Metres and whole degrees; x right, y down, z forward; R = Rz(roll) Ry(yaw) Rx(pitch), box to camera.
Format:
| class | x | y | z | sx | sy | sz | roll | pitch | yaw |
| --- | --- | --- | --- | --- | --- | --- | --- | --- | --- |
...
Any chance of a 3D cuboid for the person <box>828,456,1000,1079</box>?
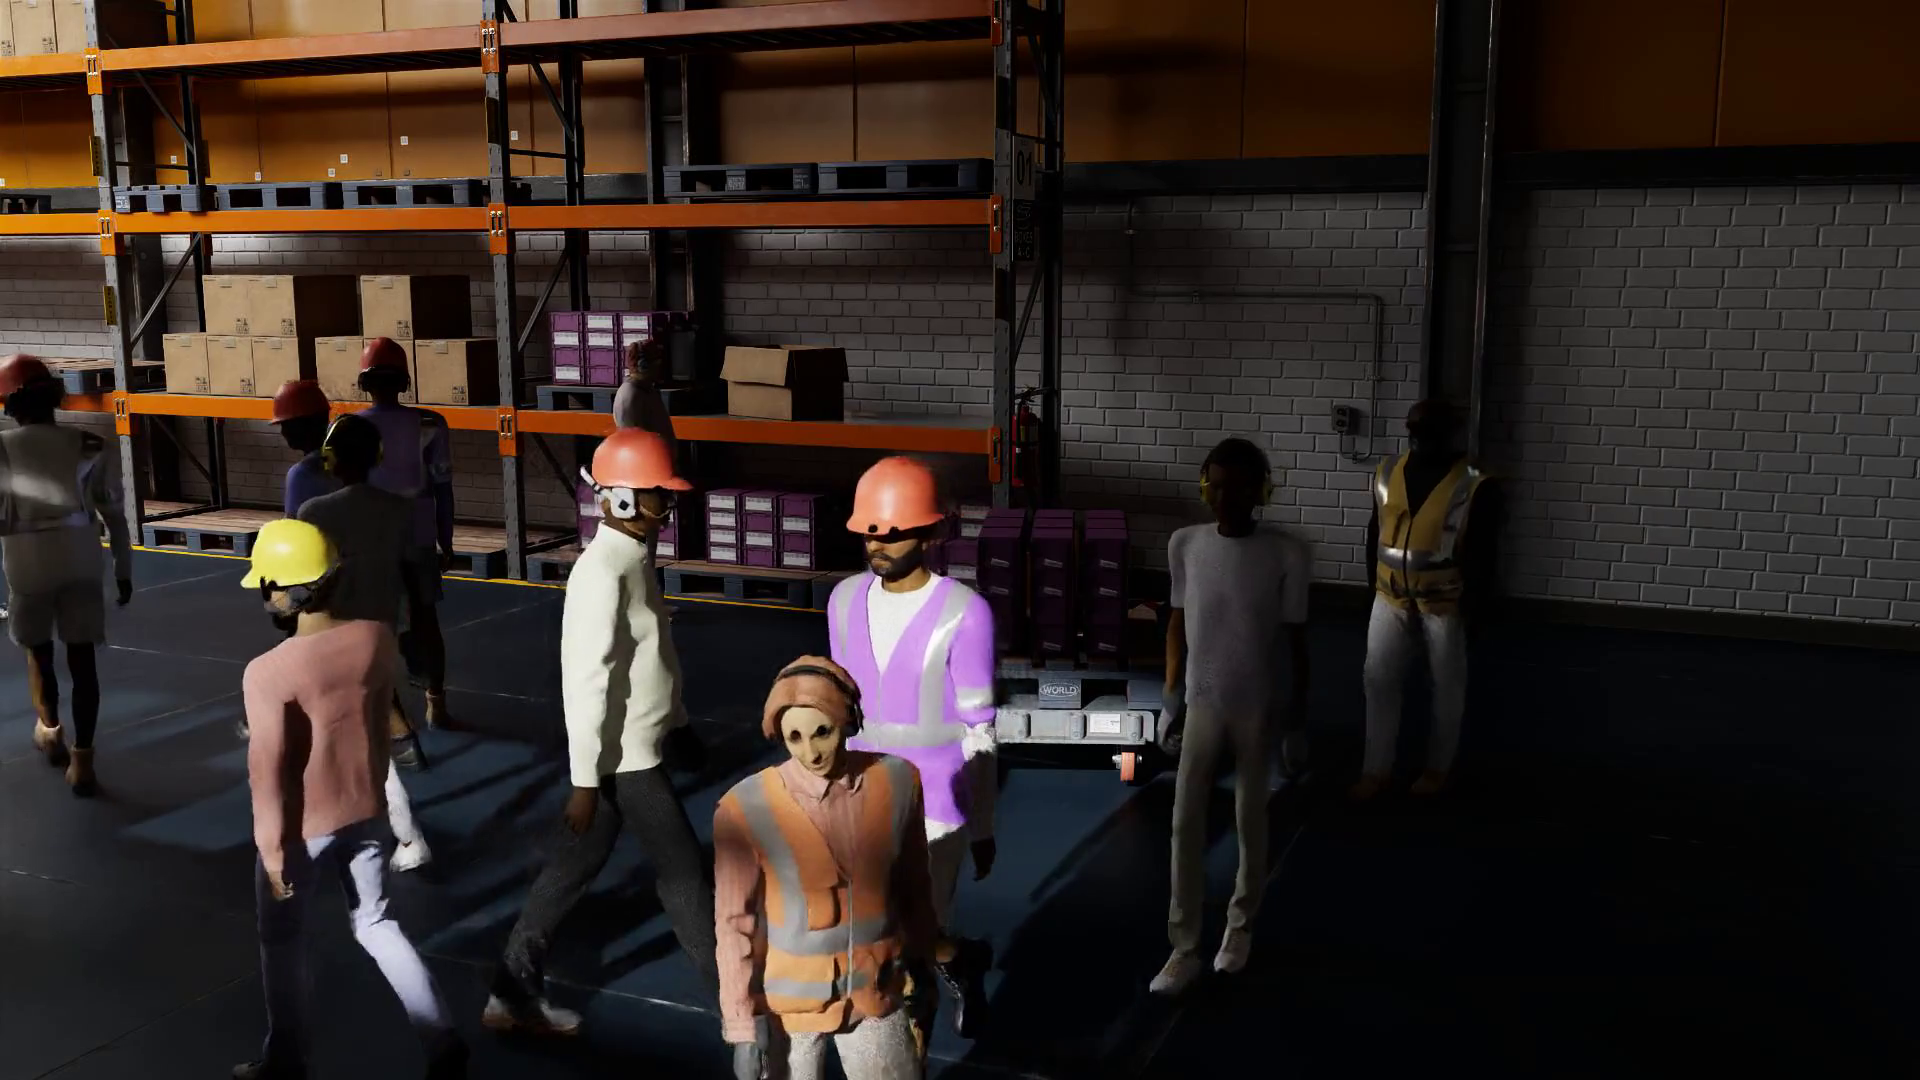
| class | x | y | z | sx | sy | sz | roll | pitch | yaw |
| --- | --- | --- | --- | --- | --- | --- | --- | --- | --- |
| person | -0.098 | 0.697 | 4.704 | 0.551 | 1.913 | 0.771 | 6 | 11 | 33 |

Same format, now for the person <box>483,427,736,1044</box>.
| class | x | y | z | sx | sy | sz | roll | pitch | yaw |
| --- | --- | --- | --- | --- | --- | --- | --- | --- | --- |
| person | -1.012 | 0.615 | 5.105 | 1.054 | 1.938 | 0.621 | -1 | 10 | -6 |

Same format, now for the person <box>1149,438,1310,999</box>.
| class | x | y | z | sx | sy | sz | roll | pitch | yaw |
| --- | --- | --- | --- | --- | --- | --- | --- | --- | --- |
| person | 0.862 | 0.595 | 5.473 | 0.555 | 1.846 | 0.767 | 4 | 10 | 23 |

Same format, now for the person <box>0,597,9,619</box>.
| class | x | y | z | sx | sy | sz | roll | pitch | yaw |
| --- | --- | --- | --- | --- | --- | --- | --- | --- | --- |
| person | -6.922 | -0.388 | 11.320 | 0.988 | 1.877 | 0.590 | 0 | 9 | 2 |

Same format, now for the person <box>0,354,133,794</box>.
| class | x | y | z | sx | sy | sz | roll | pitch | yaw |
| --- | --- | --- | --- | --- | --- | --- | --- | --- | --- |
| person | -4.248 | 0.135 | 7.802 | 0.644 | 1.988 | 1.000 | -6 | 11 | -32 |

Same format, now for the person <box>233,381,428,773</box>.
| class | x | y | z | sx | sy | sz | roll | pitch | yaw |
| --- | --- | --- | --- | --- | --- | --- | --- | --- | --- |
| person | -3.014 | 0.189 | 7.842 | 1.033 | 1.867 | 0.561 | 1 | 10 | 7 |

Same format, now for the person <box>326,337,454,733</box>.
| class | x | y | z | sx | sy | sz | roll | pitch | yaw |
| --- | --- | --- | --- | --- | --- | --- | --- | --- | --- |
| person | -2.902 | -0.010 | 8.523 | 0.605 | 2.045 | 0.378 | -5 | 11 | -28 |

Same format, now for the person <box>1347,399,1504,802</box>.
| class | x | y | z | sx | sy | sz | roll | pitch | yaw |
| --- | --- | --- | --- | --- | --- | --- | --- | --- | --- |
| person | 2.015 | 0.292 | 7.374 | 0.662 | 1.818 | 0.728 | 8 | 13 | 41 |

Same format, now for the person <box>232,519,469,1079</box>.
| class | x | y | z | sx | sy | sz | roll | pitch | yaw |
| --- | --- | --- | --- | --- | --- | --- | --- | --- | --- |
| person | -1.779 | 0.785 | 4.711 | 0.760 | 1.725 | 0.531 | 6 | 11 | 32 |

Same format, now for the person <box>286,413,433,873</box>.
| class | x | y | z | sx | sy | sz | roll | pitch | yaw |
| --- | --- | --- | --- | --- | --- | --- | --- | --- | --- |
| person | -2.412 | 0.405 | 6.720 | 0.969 | 1.832 | 0.512 | 7 | 12 | 37 |

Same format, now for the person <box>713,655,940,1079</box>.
| class | x | y | z | sx | sy | sz | roll | pitch | yaw |
| --- | --- | --- | --- | --- | --- | --- | --- | --- | --- |
| person | -0.295 | 1.026 | 3.705 | 0.554 | 1.613 | 0.721 | -5 | 11 | -28 |

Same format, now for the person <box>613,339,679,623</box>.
| class | x | y | z | sx | sy | sz | roll | pitch | yaw |
| --- | --- | --- | --- | --- | --- | --- | --- | --- | --- |
| person | -2.102 | -0.396 | 11.230 | 0.409 | 1.913 | 0.651 | 0 | 9 | -2 |
